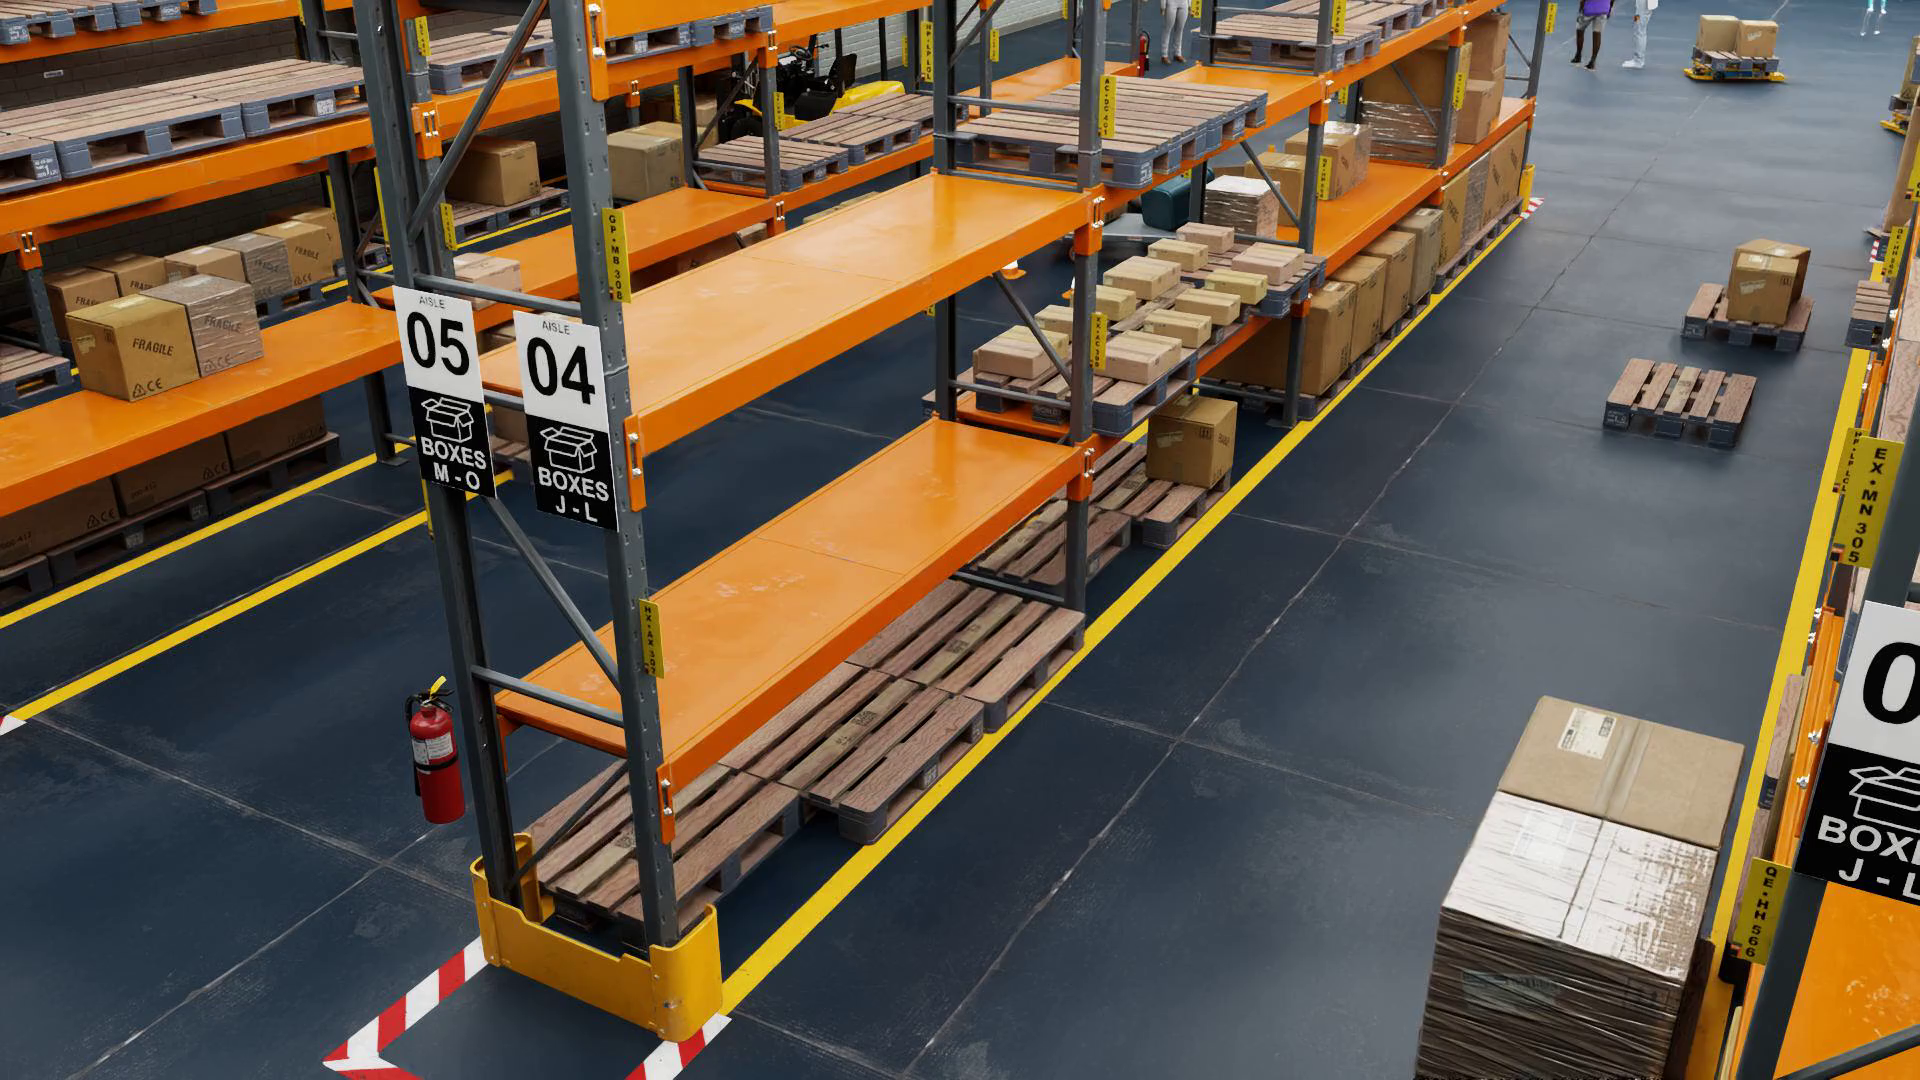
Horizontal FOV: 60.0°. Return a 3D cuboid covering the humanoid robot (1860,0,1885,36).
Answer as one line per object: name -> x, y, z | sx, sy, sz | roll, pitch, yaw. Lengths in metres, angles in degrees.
humanoid robot -> 17.260, -10.341, 31.166 | 0.530, 1.792, 0.797 | 5, 26, 10

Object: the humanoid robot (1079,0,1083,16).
humanoid robot -> 2.328, -10.624, 31.750 | 0.530, 1.822, 0.680 | 15, 30, 29

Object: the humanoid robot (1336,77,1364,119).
humanoid robot -> 5.888, -6.894, 24.074 | 0.747, 1.627, 0.603 | 3, 26, 6

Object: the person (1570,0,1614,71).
person -> 10.625, -8.903, 27.908 | 0.617, 1.940, 0.734 | 0, 26, 0

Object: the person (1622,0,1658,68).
person -> 11.559, -8.964, 28.085 | 0.387, 1.908, 0.594 | 15, 30, 29

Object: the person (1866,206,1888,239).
person -> 10.587, -4.115, 18.224 | 0.917, 1.721, 0.520 | 10, 28, 20

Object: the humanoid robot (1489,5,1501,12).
humanoid robot -> 8.641, -8.471, 27.331 | 0.416, 1.640, 0.612 | -8, 27, -16

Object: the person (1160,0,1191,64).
person -> 3.692, -9.143, 28.418 | 0.634, 1.936, 0.352 | -12, 28, -23

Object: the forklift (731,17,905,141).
forklift -> -1.819, -5.975, 21.543 | 2.313, 2.155, 1.214 | 14, 29, 26

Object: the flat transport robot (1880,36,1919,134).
flat transport robot -> 13.941, -5.891, 23.582 | 1.431, 0.231, 0.659 | 0, 26, 0

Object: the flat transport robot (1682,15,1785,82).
flat transport robot -> 12.728, -7.711, 27.365 | 1.431, 0.231, 0.659 | 2, 26, 5

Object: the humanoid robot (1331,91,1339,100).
humanoid robot -> 5.911, -7.609, 25.516 | 0.599, 1.651, 0.351 | 12, 28, 23
